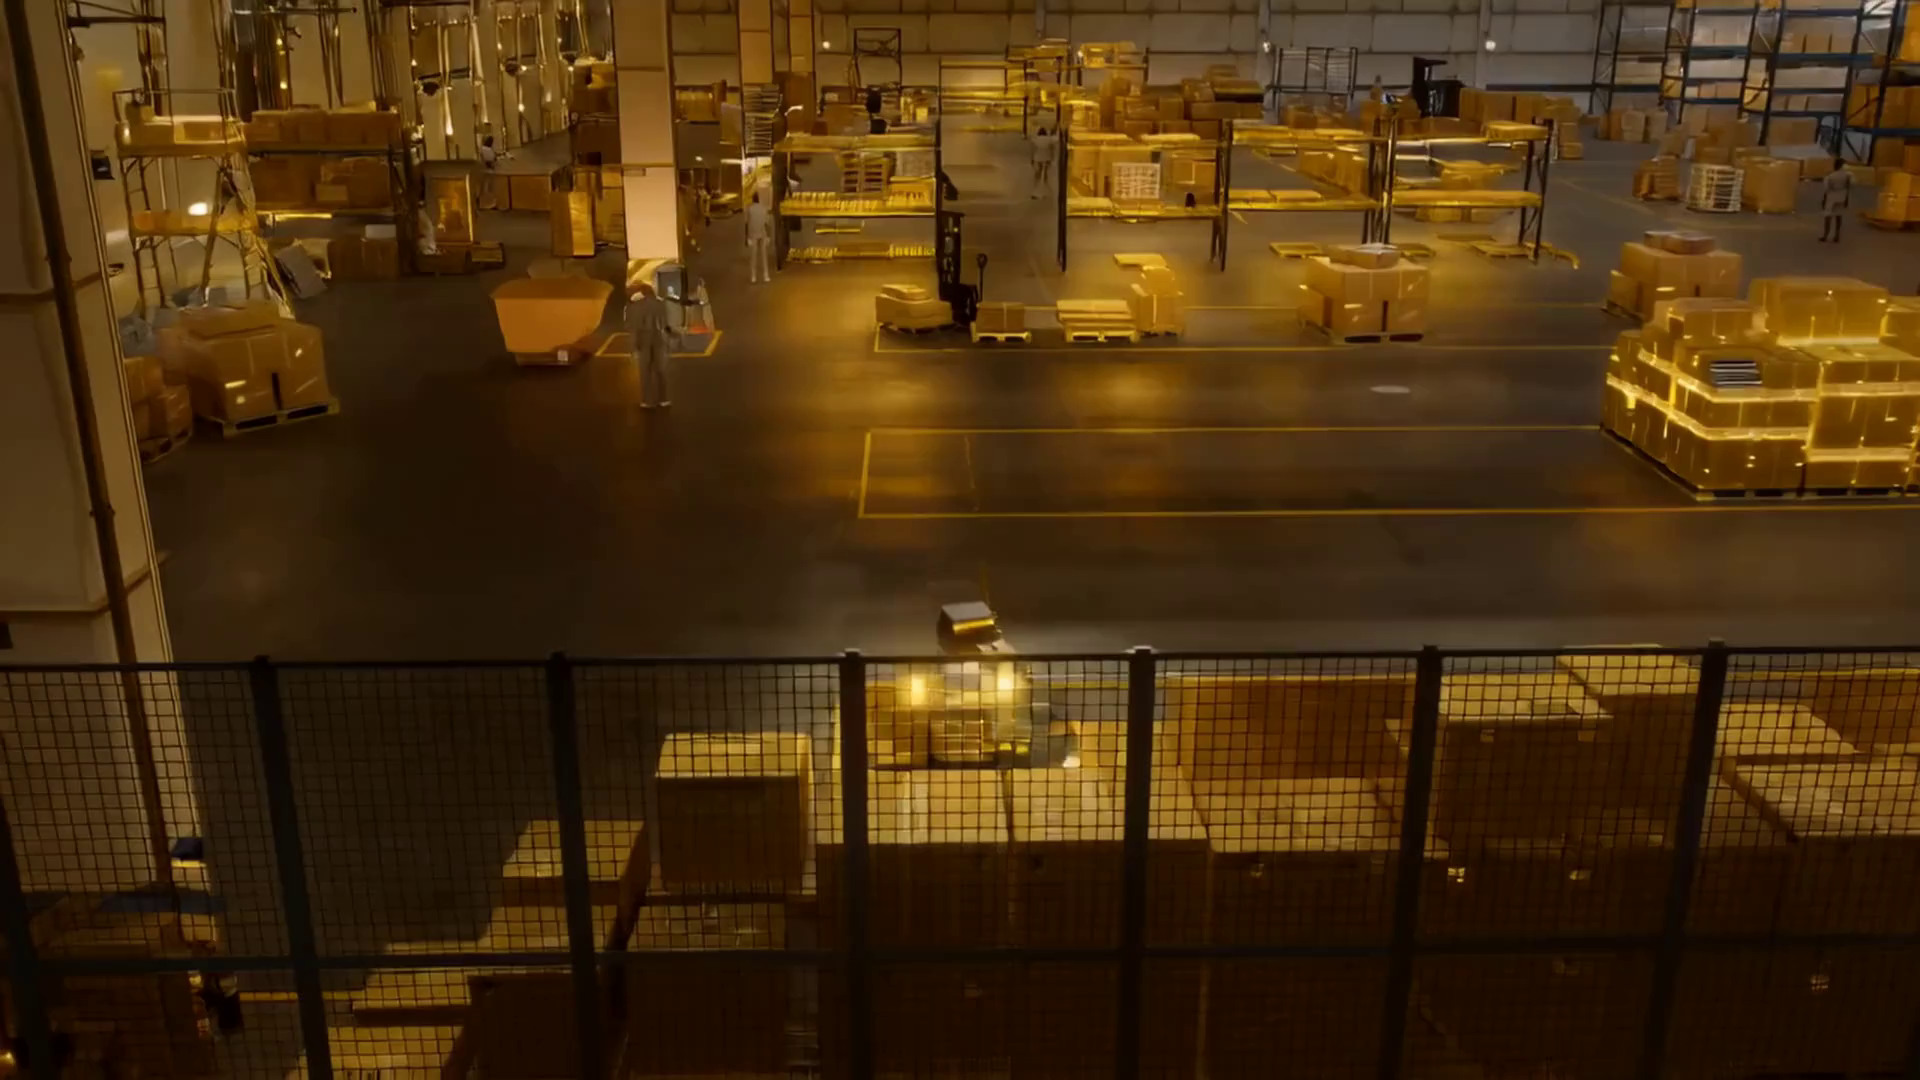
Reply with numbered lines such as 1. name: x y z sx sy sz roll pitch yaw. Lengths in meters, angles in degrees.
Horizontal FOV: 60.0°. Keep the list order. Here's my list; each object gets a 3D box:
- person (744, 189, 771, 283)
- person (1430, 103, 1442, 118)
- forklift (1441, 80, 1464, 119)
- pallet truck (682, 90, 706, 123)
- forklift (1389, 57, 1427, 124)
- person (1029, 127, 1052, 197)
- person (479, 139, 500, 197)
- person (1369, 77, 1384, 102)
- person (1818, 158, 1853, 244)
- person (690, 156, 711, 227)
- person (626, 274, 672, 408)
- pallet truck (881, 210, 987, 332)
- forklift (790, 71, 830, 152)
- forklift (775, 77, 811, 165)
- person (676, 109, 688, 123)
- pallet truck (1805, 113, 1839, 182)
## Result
1. person: -4.094 -6.140 33.646 0.533 1.868 0.310 -1 19 -2
2. person: 15.814 -13.459 55.163 0.622 1.992 0.396 -1 19 -2
3. forklift: 15.644 -13.239 53.146 1.873 2.768 1.129 -1 19 -1
4. pallet truck: -9.671 -15.907 62.421 0.823 1.965 1.885 5 19 15
5. forklift: 18.867 -18.497 68.743 1.873 2.768 1.129 -1 19 -1
6. person: 2.260 -10.644 46.898 0.635 1.937 0.352 -1 19 -2
7. person: -13.248 -10.466 46.870 0.528 1.626 0.345 -1 19 -3
8. person: 17.787 -18.825 71.167 0.635 1.937 0.352 -1 19 -2
9. person: 20.358 -7.888 38.681 0.613 1.961 0.368 -1 19 -2
10. person: -6.436 -8.653 41.294 0.492 1.742 0.319 -1 19 -2
11. person: -4.436 -2.841 23.805 0.637 1.914 0.398 -3 19 -8
12. pallet truck: -0.493 -4.759 29.349 1.885 1.965 0.823 -13 23 -34
13. forklift: -5.626 -15.126 58.743 1.873 2.768 1.129 -10 21 -27
14. forklift: -5.920 -13.893 55.085 1.873 2.768 1.129 -1 19 -1
15. person: -9.151 -13.133 54.364 0.584 1.883 0.337 -1 19 -2
16. pallet truck: 26.403 -11.957 50.702 0.823 1.965 1.885 6 19 16
